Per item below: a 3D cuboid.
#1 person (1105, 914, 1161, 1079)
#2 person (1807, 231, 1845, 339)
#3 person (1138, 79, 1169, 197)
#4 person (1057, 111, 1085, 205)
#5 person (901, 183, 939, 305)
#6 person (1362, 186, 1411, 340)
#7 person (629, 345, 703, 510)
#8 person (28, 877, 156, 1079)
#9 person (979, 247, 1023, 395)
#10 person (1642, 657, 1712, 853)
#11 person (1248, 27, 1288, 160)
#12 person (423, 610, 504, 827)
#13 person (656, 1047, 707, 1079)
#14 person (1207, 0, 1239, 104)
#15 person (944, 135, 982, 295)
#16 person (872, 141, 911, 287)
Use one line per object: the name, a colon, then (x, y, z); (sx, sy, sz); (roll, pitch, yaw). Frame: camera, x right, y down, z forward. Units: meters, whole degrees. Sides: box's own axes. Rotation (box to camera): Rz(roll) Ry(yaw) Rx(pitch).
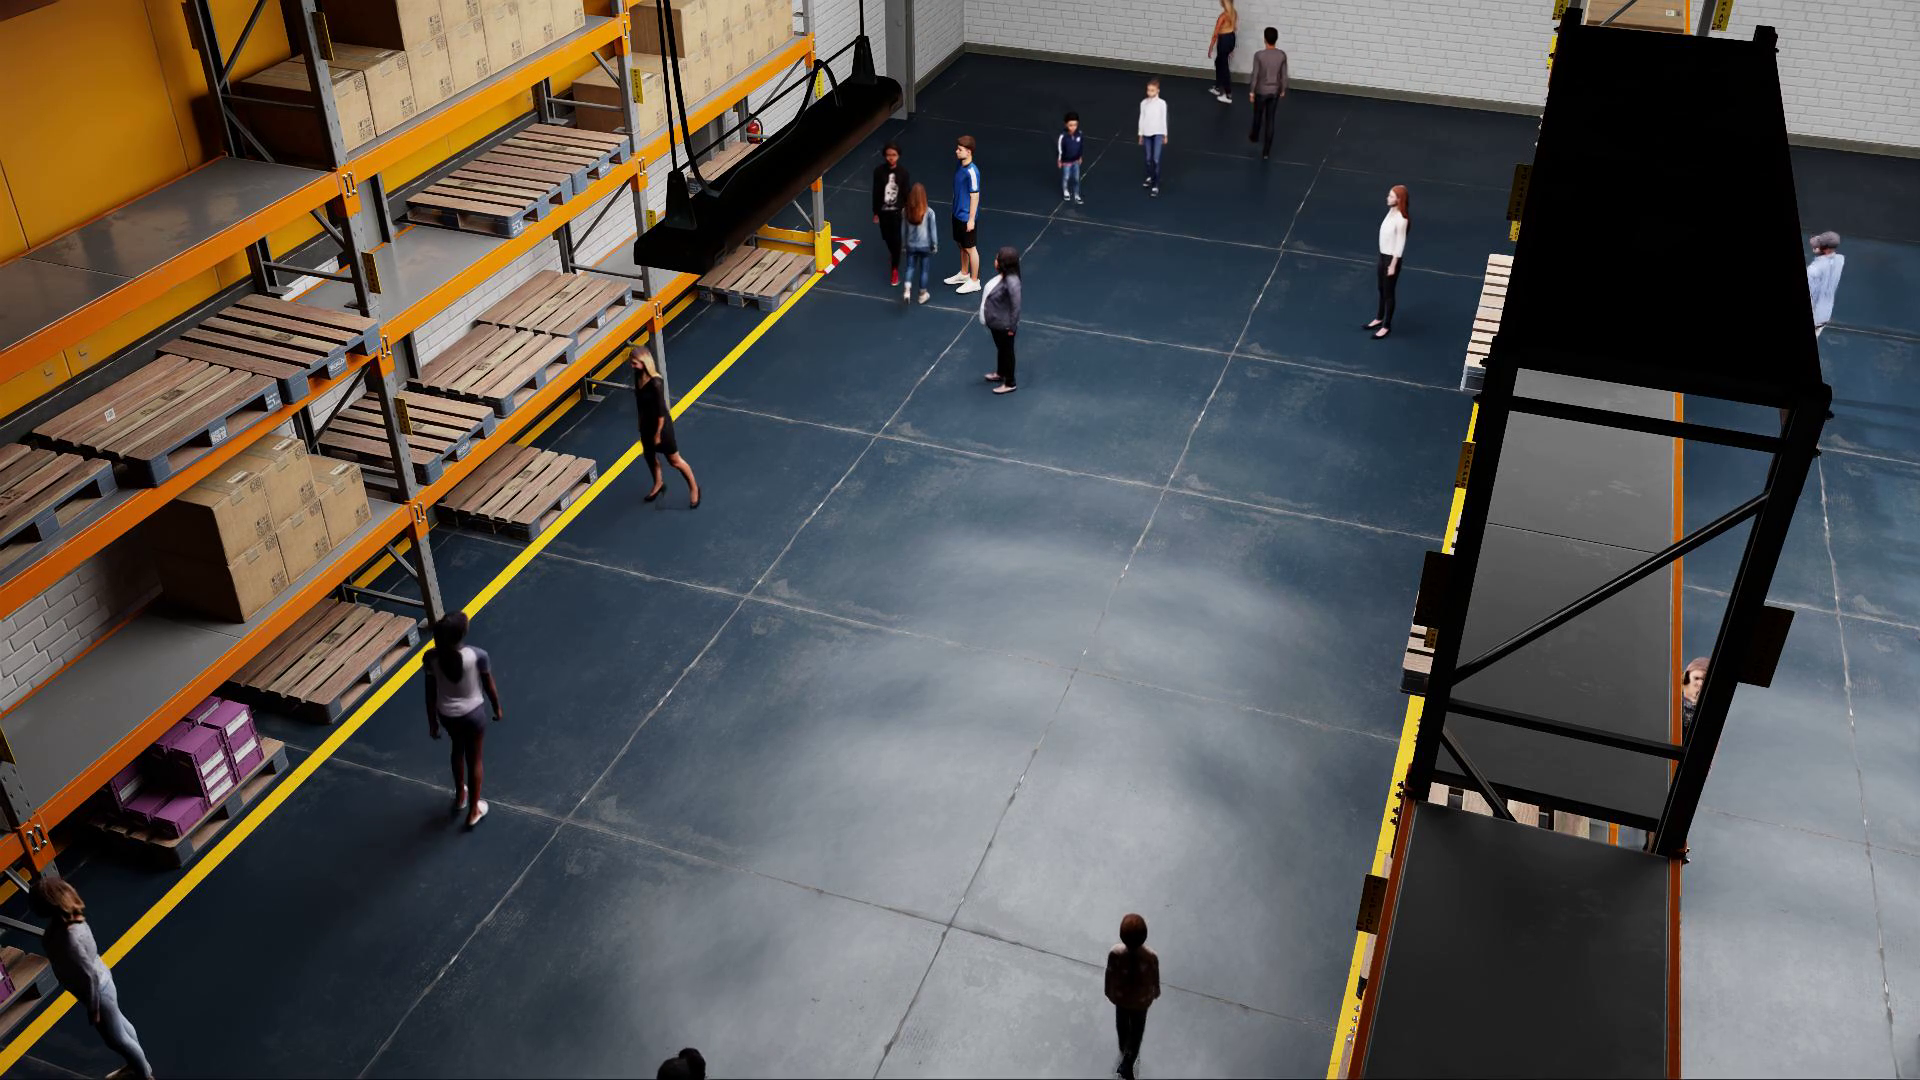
person: (1.036, 2.762, 10.057); (0.512, 1.182, 0.759); (9, 35, 13)
person: (8.740, -2.328, 17.096); (0.771, 1.868, 0.821); (-4, 34, -7)
person: (2.583, -5.356, 21.968); (0.535, 1.516, 0.853); (13, 36, 18)
person: (1.432, -5.020, 21.746); (0.736, 1.204, 0.823); (-8, 34, -12)
person: (-0.488, -3.339, 18.978); (0.589, 1.467, 0.739); (10, 35, 14)
person: (4.732, -3.060, 18.296); (0.717, 1.758, 0.577); (-2, 34, -3)
person: (-2.808, -1.047, 15.350); (0.845, 1.667, 0.858); (-27, 42, -34)
person: (-5.059, 2.625, 9.710); (0.680, 1.795, 0.658); (-21, 39, -28)
person: (0.460, -2.302, 17.301); (0.855, 1.597, 0.768); (-7, 34, -10)
person: (5.016, 1.459, 11.566); (0.594, 1.682, 1.001); (10, 35, 15)
person: (4.245, -6.122, 22.923); (1.130, 1.736, 0.940); (10, 35, 15)
person: (-3.557, 1.295, 11.801); (0.729, 1.696, 0.780); (-6, 34, -9)
person: (-1.416, 3.317, 8.697); (0.647, 1.765, 0.627); (21, 39, 28)
person: (4.029, -7.332, 24.857); (0.807, 1.610, 0.820); (-29, 43, -36)
person: (0.073, -3.796, 19.306); (0.786, 1.866, 0.732); (-16, 37, -22)
person: (-0.821, -3.917, 19.692); (0.827, 1.640, 1.160); (1, 34, 2)
